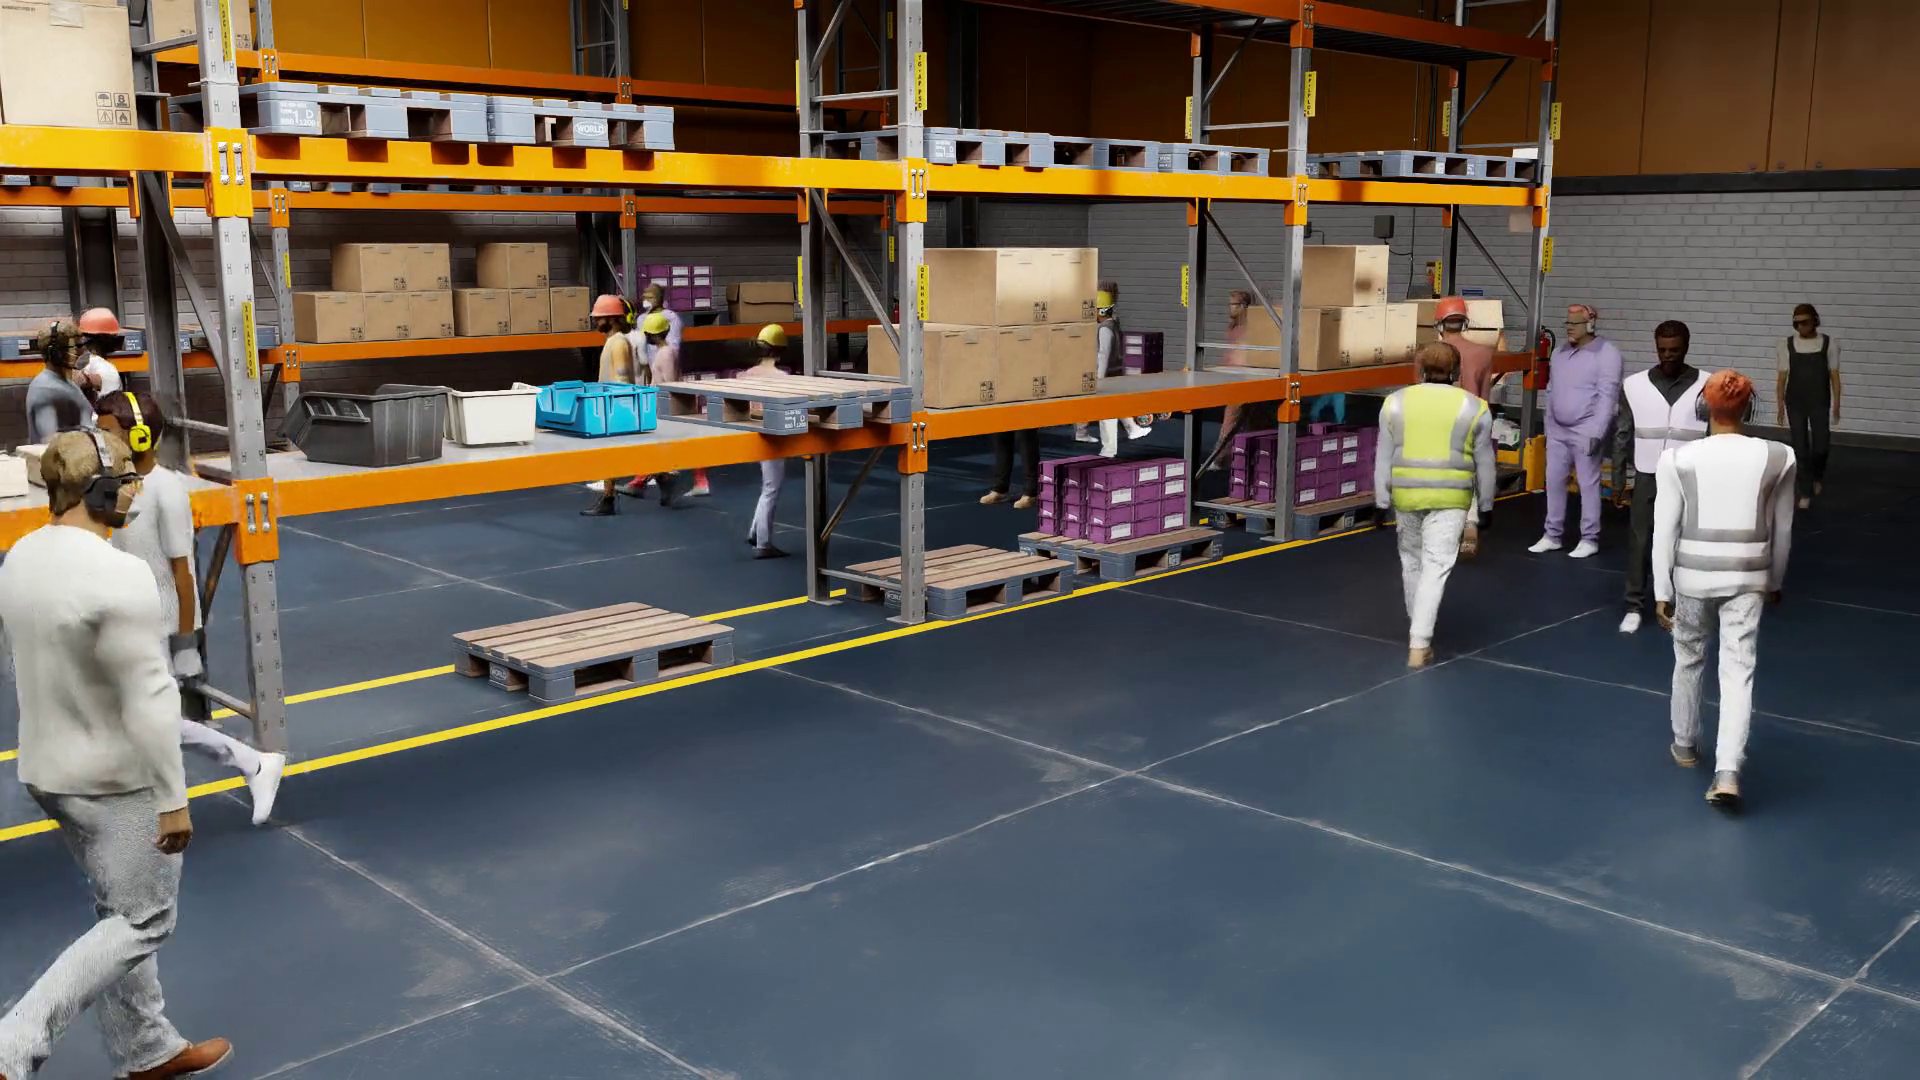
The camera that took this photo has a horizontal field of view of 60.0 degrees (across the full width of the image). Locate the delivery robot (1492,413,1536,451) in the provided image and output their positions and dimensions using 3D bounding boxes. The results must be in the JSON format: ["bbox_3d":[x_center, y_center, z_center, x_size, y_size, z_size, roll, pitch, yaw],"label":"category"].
[{"bbox_3d":[5.642,-1.083,17.351,0.477,0.478,0.707,-6,12,-29],"label":"delivery robot"}]

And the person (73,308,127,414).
[{"bbox_3d":[-6.089,-0.666,11.652,0.548,1.911,0.843,8,13,38],"label":"person"}]

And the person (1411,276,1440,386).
[{"bbox_3d":[5.953,-2.408,21.095,0.627,1.930,1.076,-6,12,-29],"label":"person"}]

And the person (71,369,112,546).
[{"bbox_3d":[-5.191,-0.195,9.829,0.520,1.622,0.462,5,12,25],"label":"person"}]

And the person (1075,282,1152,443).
[{"bbox_3d":[1.769,-2.053,19.331,0.979,1.859,0.644,-5,11,-25],"label":"person"}]

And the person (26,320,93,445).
[{"bbox_3d":[-4.964,-0.248,9.273,0.378,1.940,0.628,-4,11,-23],"label":"person"}]

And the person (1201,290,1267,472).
[{"bbox_3d":[2.885,-1.626,17.036,1.010,1.859,0.669,-3,11,-14],"label":"person"}]

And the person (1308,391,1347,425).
[{"bbox_3d":[4.566,-2.209,20.318,0.579,1.817,0.820,-8,13,-37],"label":"person"}]

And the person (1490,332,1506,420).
[{"bbox_3d":[5.775,-1.780,18.443,0.572,1.639,0.860,-4,11,-23],"label":"person"}]

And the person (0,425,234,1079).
[{"bbox_3d":[-2.366,0.660,4.413,0.640,1.917,0.727,7,13,35],"label":"person"}]

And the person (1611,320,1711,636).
[{"bbox_3d":[4.256,-0.372,10.042,0.610,1.908,0.397,4,11,23],"label":"person"}]

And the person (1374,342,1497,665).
[{"bbox_3d":[2.751,-0.232,9.551,0.646,1.799,0.921,6,12,28],"label":"person"}]

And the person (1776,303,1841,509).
[{"bbox_3d":[7.527,-1.194,14.787,0.558,1.810,0.586,6,12,28],"label":"person"}]

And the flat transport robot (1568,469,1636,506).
[{"bbox_3d":[6.082,-0.460,14.981,0.652,0.197,1.431,-2,11,-8],"label":"flat transport robot"}]

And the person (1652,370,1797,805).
[{"bbox_3d":[3.288,0.188,7.200,0.570,1.844,0.989,4,11,19],"label":"person"}]

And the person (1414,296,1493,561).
[{"bbox_3d":[3.612,-0.801,12.205,0.614,1.968,0.717,0,10,0],"label":"person"}]

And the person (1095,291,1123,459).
[{"bbox_3d":[1.518,-1.706,17.558,0.405,1.824,0.585,1,10,8],"label":"person"}]

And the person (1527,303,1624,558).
[{"bbox_3d":[4.617,-0.812,12.456,0.410,1.902,0.655,-6,12,-29],"label":"person"}]

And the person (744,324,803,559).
[{"bbox_3d":[-1.408,-0.723,12.400,0.398,1.751,0.530,-8,13,-37],"label":"person"}]

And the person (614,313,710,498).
[{"bbox_3d":[-2.725,-1.207,15.145,0.914,1.697,0.545,-1,10,-8],"label":"person"}]

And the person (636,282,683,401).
[{"bbox_3d":[-3.095,-1.674,17.085,0.654,1.927,0.523,7,13,35],"label":"person"}]

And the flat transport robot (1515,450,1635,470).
[{"bbox_3d":[6.039,-0.719,16.396,0.652,0.197,1.431,-1,10,-4],"label":"flat transport robot"}]

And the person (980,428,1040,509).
[{"bbox_3d":[0.450,-1.295,14.707,0.688,2.000,0.536,9,14,41],"label":"person"}]

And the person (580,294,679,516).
[{"bbox_3d":[-2.870,-1.159,14.346,0.805,1.916,0.550,-3,11,-16],"label":"person"}]

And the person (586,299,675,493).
[{"bbox_3d":[-3.111,-1.370,15.758,1.037,1.816,0.499,-9,14,-40],"label":"person"}]

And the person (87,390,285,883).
[{"bbox_3d":[-2.985,0.342,6.323,0.725,1.851,0.517,-10,14,-43],"label":"person"}]

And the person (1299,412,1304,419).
[{"bbox_3d":[4.429,-2.458,21.990,0.318,1.697,0.535,3,11,17],"label":"person"}]
